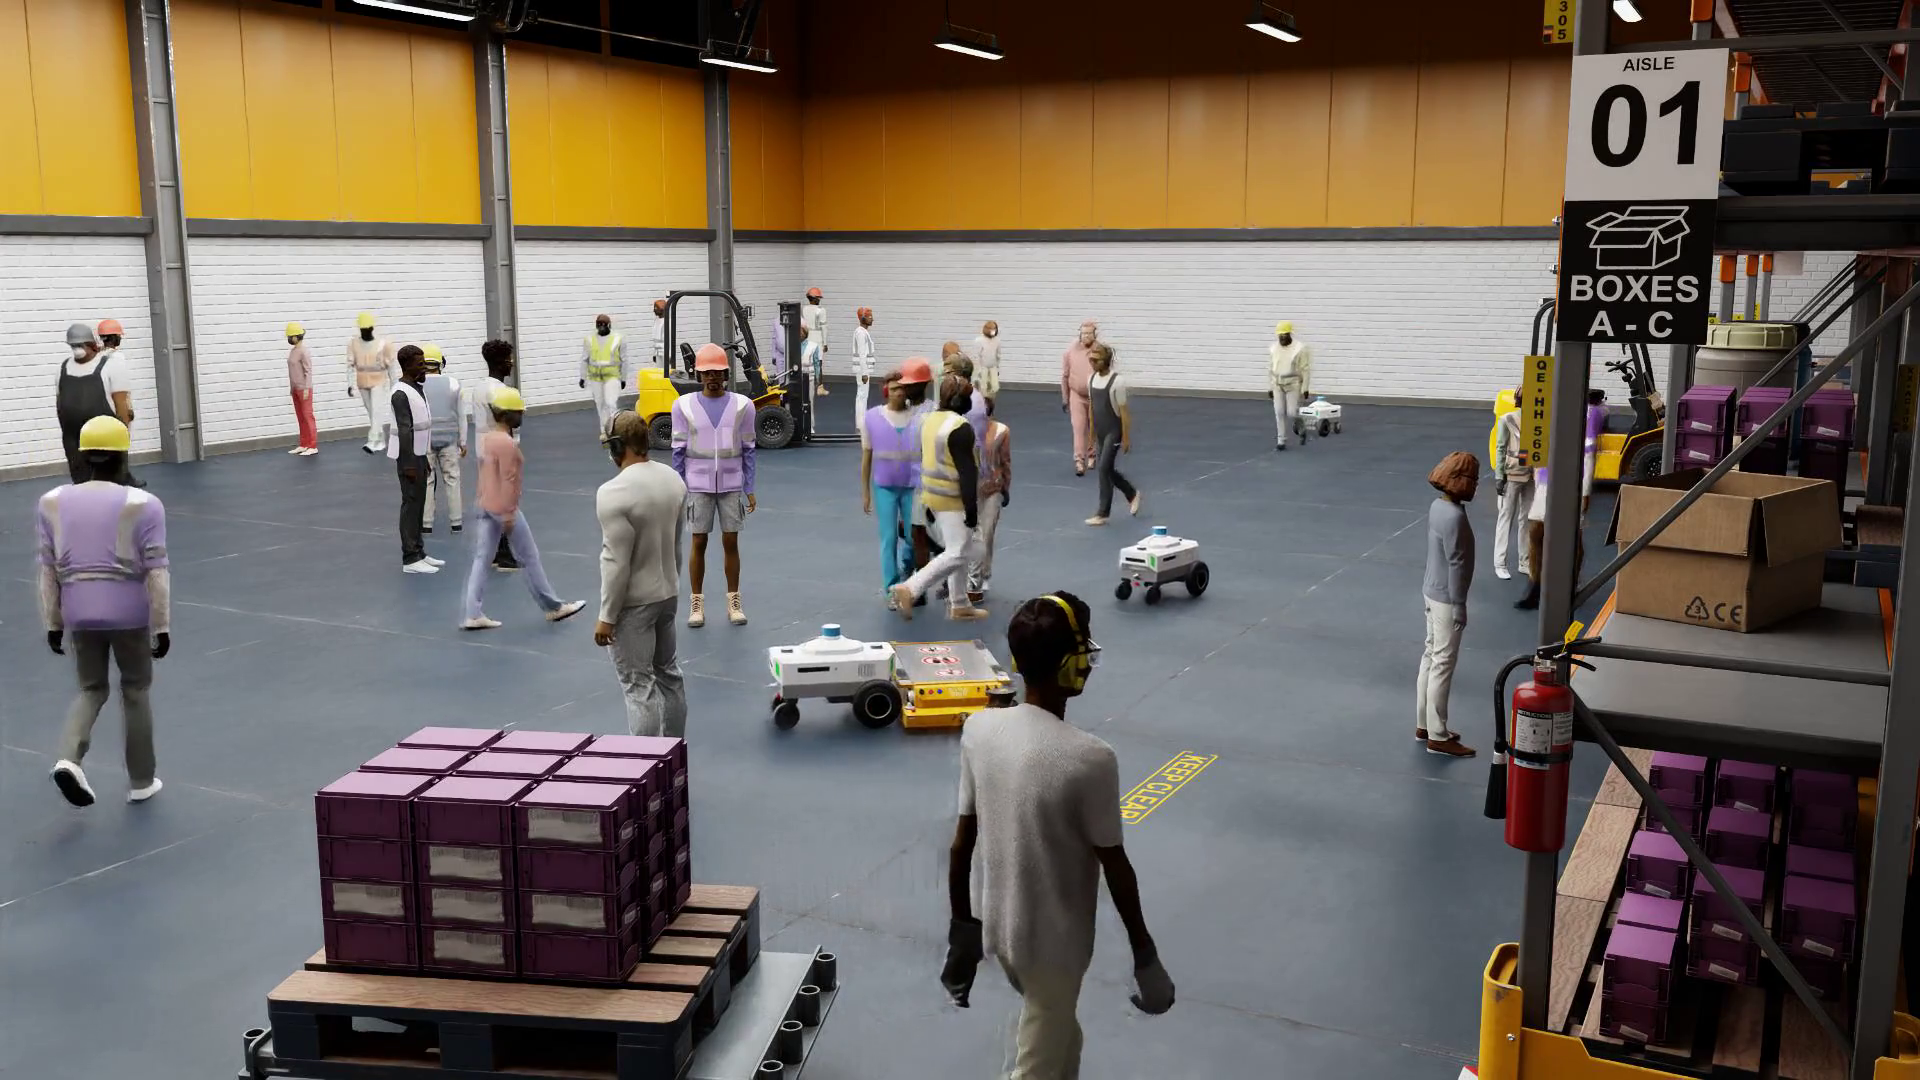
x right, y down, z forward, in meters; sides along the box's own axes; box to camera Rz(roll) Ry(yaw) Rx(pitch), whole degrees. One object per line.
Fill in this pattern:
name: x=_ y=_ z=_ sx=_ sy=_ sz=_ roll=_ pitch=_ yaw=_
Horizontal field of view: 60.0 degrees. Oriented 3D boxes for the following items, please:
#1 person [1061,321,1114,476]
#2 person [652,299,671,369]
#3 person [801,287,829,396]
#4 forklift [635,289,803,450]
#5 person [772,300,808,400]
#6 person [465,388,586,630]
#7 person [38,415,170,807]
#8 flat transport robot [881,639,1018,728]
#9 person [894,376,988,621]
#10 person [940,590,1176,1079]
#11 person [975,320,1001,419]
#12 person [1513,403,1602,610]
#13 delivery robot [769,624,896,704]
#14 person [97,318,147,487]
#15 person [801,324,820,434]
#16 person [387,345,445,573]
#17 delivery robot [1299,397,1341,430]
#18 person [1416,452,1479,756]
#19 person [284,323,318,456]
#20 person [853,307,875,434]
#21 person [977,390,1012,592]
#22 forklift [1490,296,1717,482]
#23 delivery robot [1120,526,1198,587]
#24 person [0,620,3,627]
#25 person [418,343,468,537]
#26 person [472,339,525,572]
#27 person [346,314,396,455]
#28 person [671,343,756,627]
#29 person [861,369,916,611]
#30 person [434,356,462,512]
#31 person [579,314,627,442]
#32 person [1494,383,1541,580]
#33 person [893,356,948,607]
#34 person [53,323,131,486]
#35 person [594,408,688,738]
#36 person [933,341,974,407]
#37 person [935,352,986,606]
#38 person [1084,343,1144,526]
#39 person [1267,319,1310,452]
person: x=1.573 y=-1.745 z=20.372 sx=0.661 sy=1.862 sz=0.985 roll=1 pitch=10 yaw=4
person: x=-5.151 y=-3.226 z=28.855 sx=0.355 sy=1.886 sz=0.572 roll=-8 pitch=13 yaw=-40
person: x=-2.755 y=-3.745 z=31.420 sx=0.607 sy=2.039 sz=0.395 roll=5 pitch=11 yaw=28
forklift: x=-3.358 y=-2.392 z=23.136 sx=2.313 sy=2.155 sz=1.214 roll=-1 pitch=10 yaw=-5
person: x=-2.903 y=-3.109 z=28.138 sx=0.639 sy=1.902 sz=0.407 roll=3 pitch=10 yaw=18
person: x=-3.174 y=-0.224 z=11.930 sx=0.889 sy=1.716 sz=0.543 roll=-7 pitch=12 yaw=-35
person: x=-4.112 y=0.367 z=7.989 sx=0.594 sy=1.912 sz=0.615 roll=-1 pitch=10 yaw=-3
flat transport robot: x=-0.094 y=0.835 z=10.011 sx=0.652 sy=0.197 sz=1.431 roll=-2 pitch=10 yaw=-9
person: x=-0.123 y=-0.270 z=11.940 sx=0.706 sy=1.820 sz=0.624 roll=-4 pitch=10 yaw=-21
person: x=0.305 y=1.039 z=4.310 sx=0.852 sy=1.838 sz=0.522 roll=-7 pitch=12 yaw=-37
person: x=0.456 y=-2.771 z=27.020 sx=0.503 sy=1.618 sz=0.346 roll=-5 pitch=11 yaw=-28
person: x=4.468 y=-0.405 z=12.429 sx=0.776 sy=1.905 sz=0.568 roll=-9 pitch=13 yaw=-42
delivery robot: x=-0.736 y=0.727 z=9.548 sx=0.707 sy=0.478 sz=0.477 roll=-2 pitch=10 yaw=-10
person: x=-9.656 y=-1.557 z=19.031 sx=0.545 sy=1.942 sz=0.349 roll=5 pitch=11 yaw=29
person: x=-2.342 y=-2.386 z=24.709 sx=0.521 sy=1.636 sz=0.311 roll=-1 pitch=10 yaw=-5
person: x=-4.619 y=-0.684 z=14.046 sx=0.392 sy=1.919 sz=0.592 roll=-1 pitch=10 yaw=-7
delivery robot: x=5.330 y=-1.874 z=24.607 sx=0.477 sy=0.478 sz=0.707 roll=9 pitch=13 yaw=42
person: x=2.638 y=0.335 z=8.972 sx=0.287 sy=1.633 sz=0.497 roll=1 pitch=10 yaw=3
person: x=-8.790 y=-2.005 z=22.136 sx=0.319 sy=1.768 sz=0.523 roll=-9 pitch=13 yaw=-43
person: x=-1.421 y=-2.498 z=24.642 sx=0.340 sy=1.882 sz=0.586 roll=-1 pitch=10 yaw=-4
person: x=0.149 y=-0.411 z=13.338 sx=0.551 sy=1.611 sz=0.549 roll=0 pitch=10 yaw=3
forklift: x=7.296 y=-1.677 z=18.993 sx=2.313 sy=2.155 sz=1.214 roll=5 pitch=11 yaw=27
delivery robot: x=1.554 y=0.137 z=12.963 sx=0.477 sy=0.478 sz=0.707 roll=8 pitch=13 yaw=38
person: x=-6.964 y=-0.119 z=11.491 sx=0.674 sy=1.654 sz=0.548 roll=-7 pitch=12 yaw=-37
person: x=-4.987 y=-0.946 z=15.811 sx=0.596 sy=1.832 sz=0.404 roll=-5 pitch=11 yaw=-25
person: x=-3.904 y=-0.717 z=14.094 sx=0.369 sy=1.967 sz=0.600 roll=-7 pitch=12 yaw=-36
person: x=-7.909 y=-2.085 z=22.284 sx=0.587 sy=1.865 sz=0.985 roll=1 pitch=10 yaw=3
person: x=-1.762 y=-0.390 z=11.983 sx=0.607 sy=2.044 sz=0.378 roll=-2 pitch=10 yaw=-14
person: x=-0.476 y=-0.397 z=12.670 sx=0.565 sy=1.830 sz=0.557 roll=-2 pitch=10 yaw=-9
person: x=-5.346 y=-1.095 z=17.065 sx=0.538 sy=1.695 sz=0.319 roll=0 pitch=10 yaw=1
person: x=-5.093 y=-2.288 z=23.656 sx=0.642 sy=1.809 sz=0.850 roll=1 pitch=10 yaw=4
person: x=4.648 y=-0.494 z=13.748 sx=0.522 sy=1.640 sz=0.306 roll=-3 pitch=10 yaw=-17
person: x=-0.236 y=-0.446 z=12.681 sx=0.669 sy=1.917 sz=0.554 roll=-7 pitch=12 yaw=-34
person: x=-8.551 y=-1.154 z=16.410 sx=0.690 sy=2.000 sz=0.770 roll=-1 pitch=10 yaw=-5
person: x=-1.580 y=0.319 z=8.201 sx=0.371 sy=1.933 sz=0.627 roll=4 pitch=11 yaw=23
person: x=-0.075 y=-1.655 z=20.559 sx=0.528 sy=1.605 sz=0.637 roll=0 pitch=10 yaw=1
person: x=0.017 y=-0.464 z=12.713 sx=0.356 sy=1.937 sz=0.638 roll=-2 pitch=10 yaw=-12
person: x=1.552 y=-1.063 z=16.568 sx=0.754 sy=1.818 sz=0.516 roll=-7 pitch=12 yaw=-34
person: x=4.469 y=-2.099 z=22.595 sx=0.610 sy=1.797 sz=0.599 roll=8 pitch=13 yaw=40
